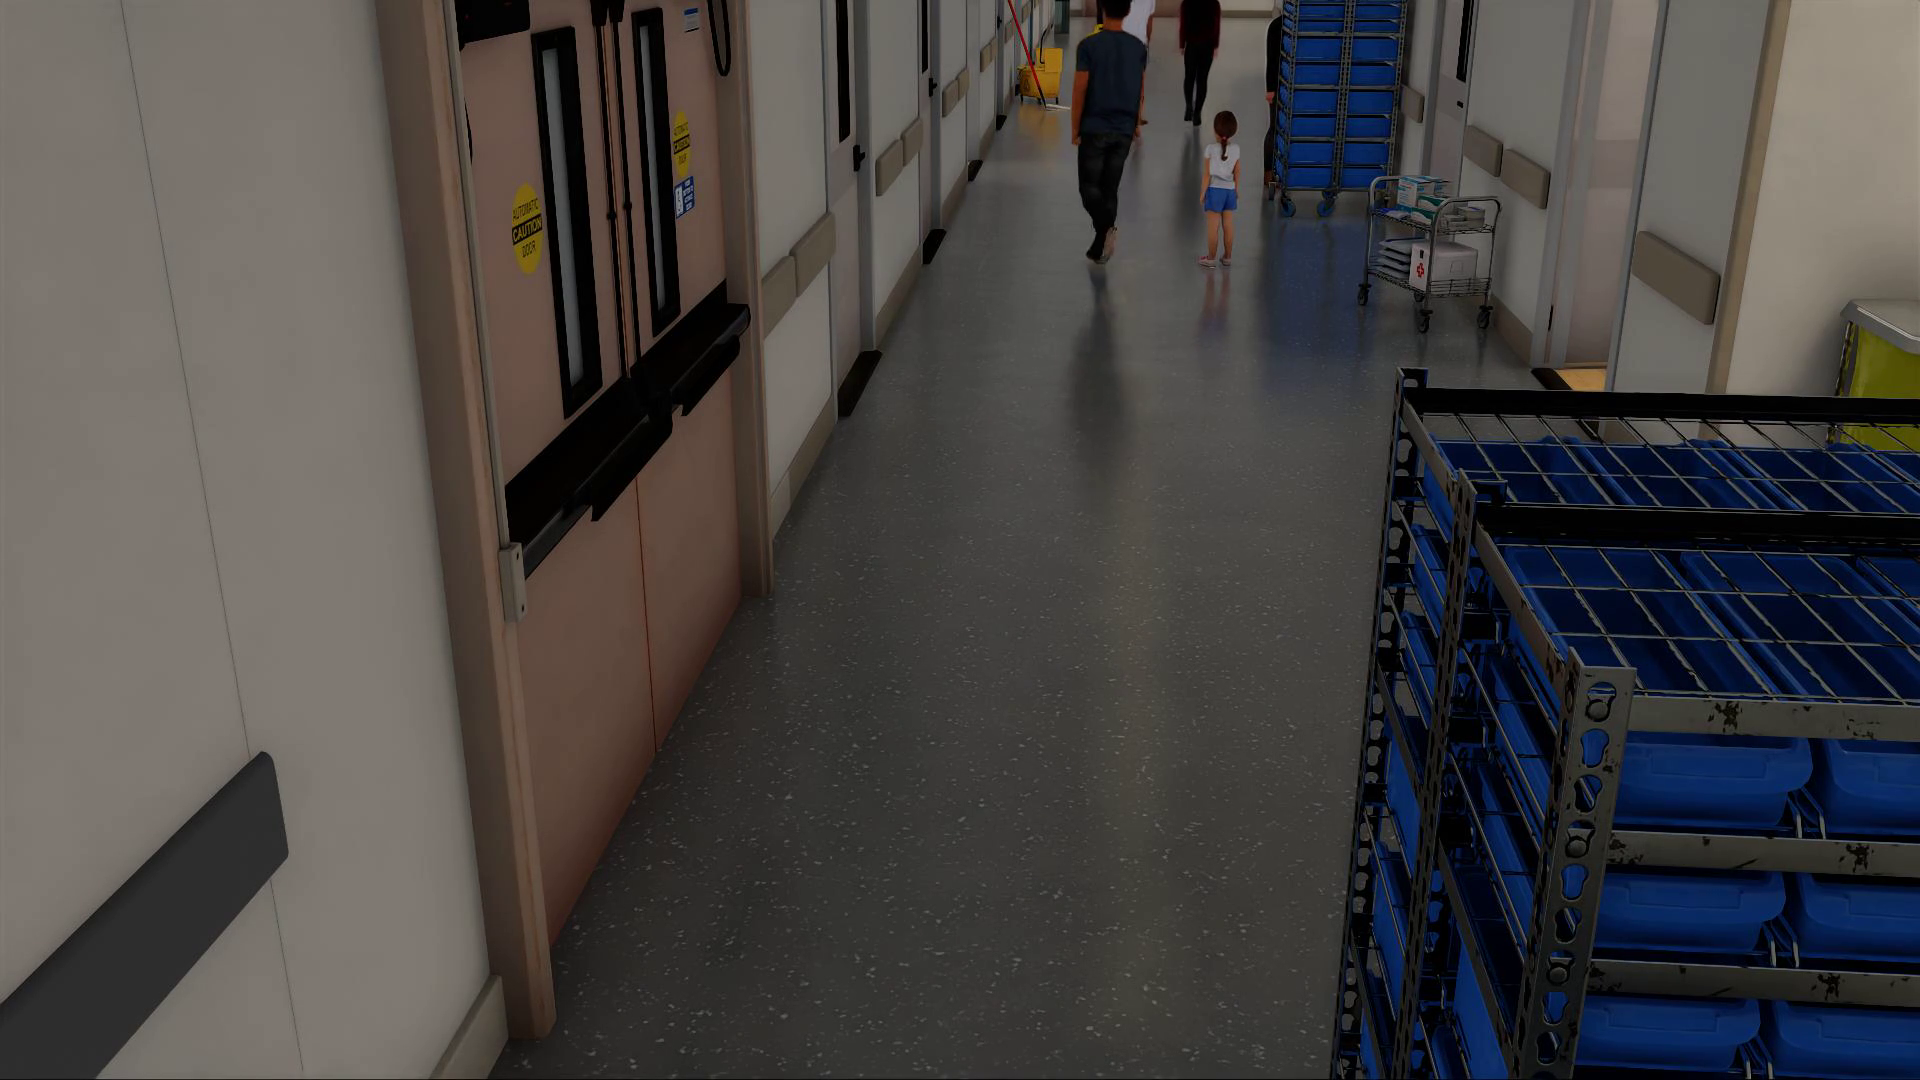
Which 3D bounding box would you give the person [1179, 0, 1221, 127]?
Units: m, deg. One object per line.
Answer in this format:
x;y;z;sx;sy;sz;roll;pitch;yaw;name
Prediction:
2.620;-5.353;18.148;0.612;1.647;0.627;4;21;10;person

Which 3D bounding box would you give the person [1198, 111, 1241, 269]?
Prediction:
1.731;-2.336;11.068;0.476;1.019;0.494;-6;22;-17;person

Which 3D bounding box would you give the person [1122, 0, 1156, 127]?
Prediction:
1.831;-5.361;18.136;0.860;1.670;1.225;-3;21;-7;person

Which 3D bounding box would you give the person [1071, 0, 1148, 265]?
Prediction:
0.990;-2.641;10.792;0.865;1.785;1.020;-7;22;-17;person
